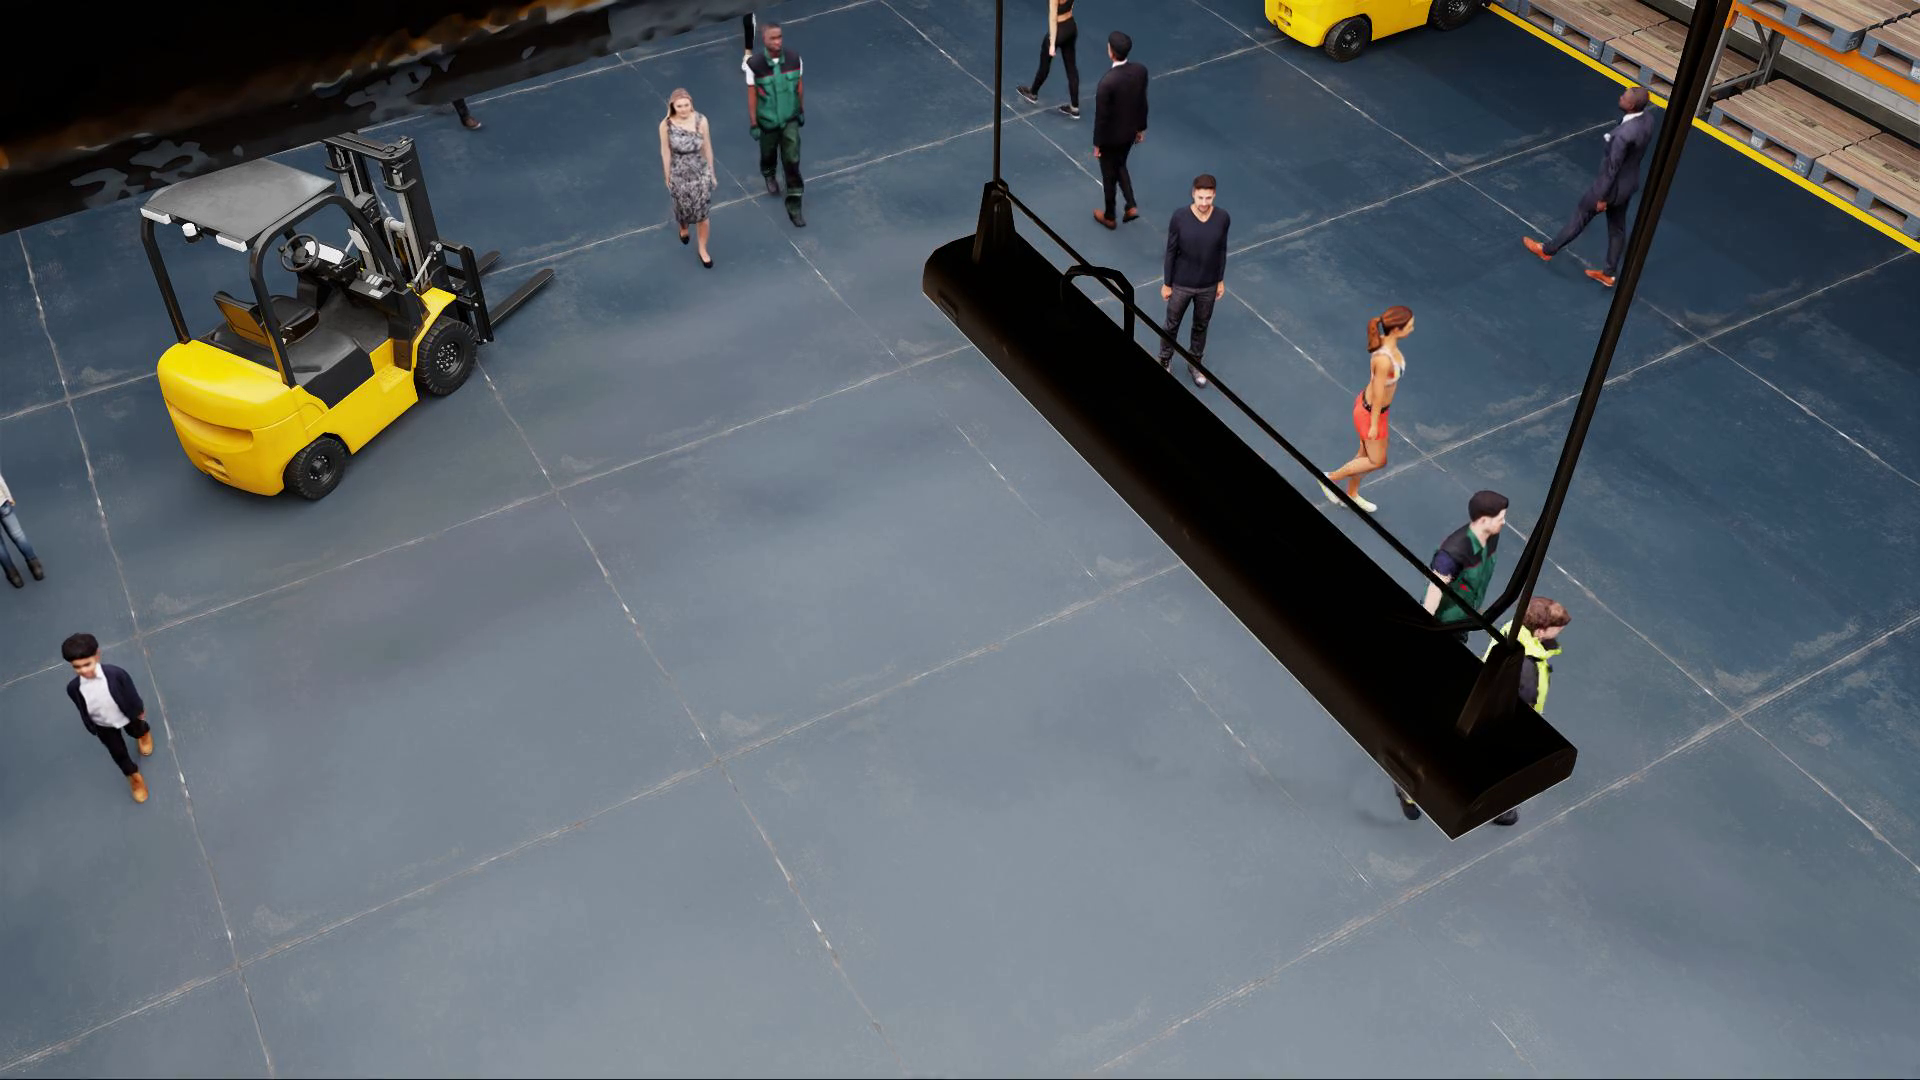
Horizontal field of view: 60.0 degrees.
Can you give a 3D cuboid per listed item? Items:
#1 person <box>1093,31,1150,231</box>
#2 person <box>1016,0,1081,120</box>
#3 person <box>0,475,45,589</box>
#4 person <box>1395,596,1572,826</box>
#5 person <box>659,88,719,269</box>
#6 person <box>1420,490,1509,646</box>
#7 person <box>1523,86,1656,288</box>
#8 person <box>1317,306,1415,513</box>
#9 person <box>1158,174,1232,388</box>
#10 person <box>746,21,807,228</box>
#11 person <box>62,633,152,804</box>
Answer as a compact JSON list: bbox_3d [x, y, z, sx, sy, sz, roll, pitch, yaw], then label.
[{"bbox_3d":[1.427,-3.496,14.451,0.754,1.867,0.785,-26,50,-25],"label":"person"},{"bbox_3d":[1.038,-4.826,16.030,1.039,1.615,0.756,33,53,30],"label":"person"},{"bbox_3d":[-6.659,-0.212,11.405,0.487,1.313,0.505,-27,50,-26],"label":"person"},{"bbox_3d":[3.039,1.026,9.639,1.177,1.957,1.139,7,44,7],"label":"person"},{"bbox_3d":[-2.318,-3.134,14.197,0.671,1.693,0.800,-13,45,-14],"label":"person"},{"bbox_3d":[2.954,0.403,10.349,0.823,1.880,0.977,-32,52,-29],"label":"person"},{"bbox_3d":[5.525,-2.898,13.879,0.865,1.790,1.143,-32,52,-29],"label":"person"},{"bbox_3d":[2.840,-0.905,11.795,0.841,1.779,0.781,11,45,11],"label":"person"},{"bbox_3d":[1.811,-2.009,12.889,0.718,1.869,0.694,-3,44,-3],"label":"person"},{"bbox_3d":[-1.654,-3.760,14.778,0.820,1.799,1.225,-15,46,-15],"label":"person"},{"bbox_3d":[-5.199,1.011,10.198,0.571,1.208,0.849,-16,46,-17],"label":"person"}]
